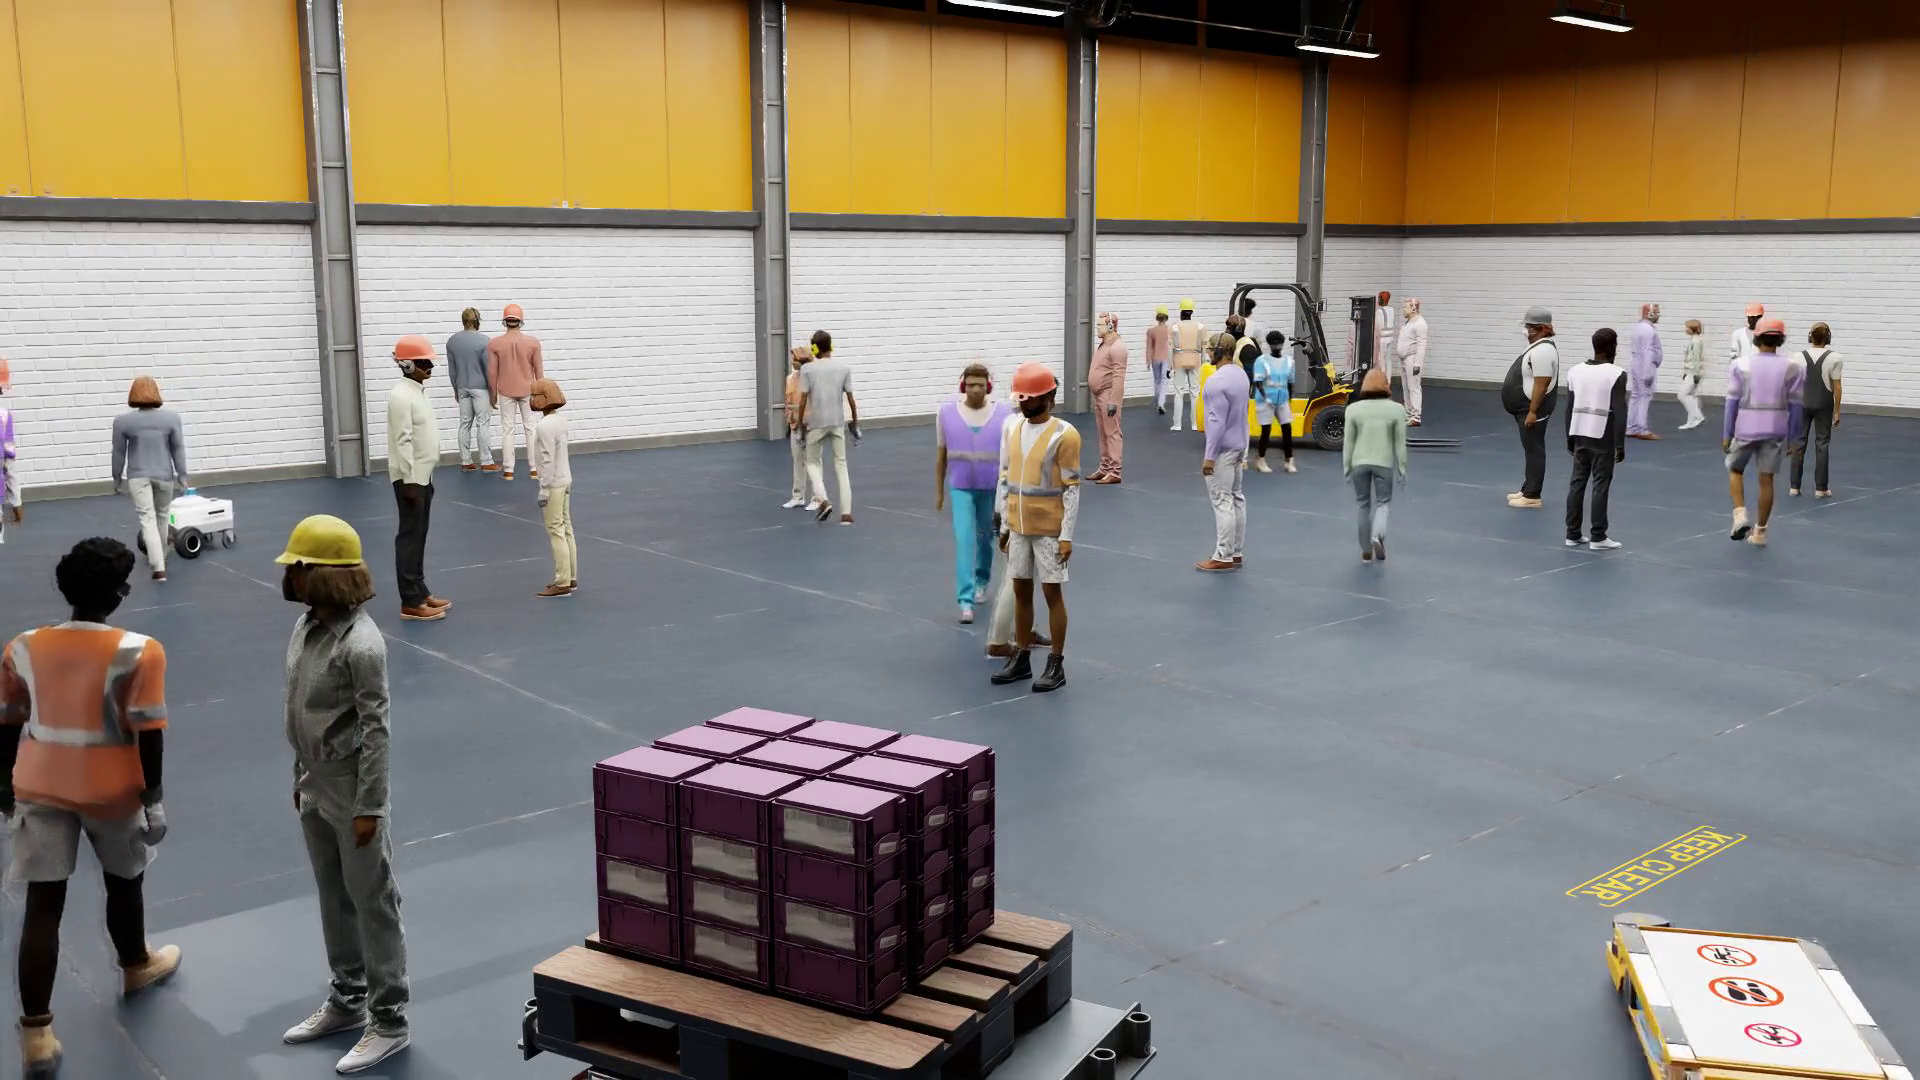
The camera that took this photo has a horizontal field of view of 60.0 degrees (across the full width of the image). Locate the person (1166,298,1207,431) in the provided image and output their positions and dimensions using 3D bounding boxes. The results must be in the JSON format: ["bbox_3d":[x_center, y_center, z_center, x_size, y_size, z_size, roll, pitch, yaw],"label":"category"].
[{"bbox_3d":[3.274,-2.530,24.072,0.594,1.929,0.352,-1,10,-3],"label":"person"}]

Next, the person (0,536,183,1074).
[{"bbox_3d":[-2.837,0.814,5.350,0.617,1.639,0.894,-1,10,-3],"label":"person"}]

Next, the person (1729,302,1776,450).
[{"bbox_3d":[10.385,-2.154,21.854,0.547,1.938,0.359,6,12,33],"label":"person"}]

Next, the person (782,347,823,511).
[{"bbox_3d":[-1.549,-1.109,16.617,0.515,1.636,0.315,9,13,41],"label":"person"}]

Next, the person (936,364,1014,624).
[{"bbox_3d":[0.115,-0.365,11.831,0.571,1.791,0.992,0,10,-2],"label":"person"}]

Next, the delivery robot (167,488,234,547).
[{"bbox_3d":[-6.565,-0.202,14.189,0.477,0.478,0.707,4,10,21],"label":"delivery robot"}]

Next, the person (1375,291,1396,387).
[{"bbox_3d":[7.897,-3.700,31.062,0.355,1.884,0.576,9,13,42],"label":"person"}]

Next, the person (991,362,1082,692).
[{"bbox_3d":[0.435,-0.076,9.719,0.543,1.928,0.373,8,13,40],"label":"person"}]

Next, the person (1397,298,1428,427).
[{"bbox_3d":[6.714,-2.648,24.834,0.403,1.906,0.651,-1,10,-4],"label":"person"}]

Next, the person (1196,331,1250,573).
[{"bbox_3d":[2.115,-0.704,13.359,0.371,1.939,0.629,6,11,30],"label":"person"}]

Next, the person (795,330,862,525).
[{"bbox_3d":[-1.246,-1.058,15.732,0.648,1.835,0.514,-3,10,-18],"label":"person"}]

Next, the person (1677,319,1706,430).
[{"bbox_3d":[10.671,-2.411,24.260,0.368,1.622,0.518,4,11,24],"label":"person"}]

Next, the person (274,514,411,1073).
[{"bbox_3d":[-1.956,0.783,5.220,0.487,1.746,0.287,8,13,41],"label":"person"}]

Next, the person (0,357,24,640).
[{"bbox_3d":[-6.416,-0.263,10.915,0.564,1.889,0.620,4,10,21],"label":"person"}]

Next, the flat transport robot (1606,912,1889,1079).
[{"bbox_3d":[2.463,1.528,5.168,0.652,0.197,1.431,2,10,13],"label":"flat transport robot"}]

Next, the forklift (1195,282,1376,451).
[{"bbox_3d":[4.328,-2.346,22.227,2.313,2.155,1.214,3,10,16],"label":"forklift"}]

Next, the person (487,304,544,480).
[{"bbox_3d":[-5.023,-1.671,18.859,0.611,1.995,0.375,-3,10,-16],"label":"person"}]

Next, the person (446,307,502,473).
[{"bbox_3d":[-5.691,-1.750,19.486,0.632,1.940,0.372,3,10,19],"label":"person"}]

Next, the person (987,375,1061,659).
[{"bbox_3d":[0.458,-0.155,10.472,0.683,1.829,0.550,-4,10,-20],"label":"person"}]

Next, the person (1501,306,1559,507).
[{"bbox_3d":[5.771,-1.356,16.880,0.538,2.000,0.683,3,10,17],"label":"person"}]

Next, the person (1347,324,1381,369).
[{"bbox_3d":[6.562,-2.959,27.075,0.533,1.765,0.329,4,11,23],"label":"person"}]

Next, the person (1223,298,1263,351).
[{"bbox_3d":[4.183,-2.622,24.648,0.612,1.915,0.649,0,10,3],"label":"person"}]

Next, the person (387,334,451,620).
[{"bbox_3d":[-3.809,-0.446,11.683,0.390,1.995,0.613,-1,10,-5],"label":"person"}]

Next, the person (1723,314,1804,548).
[{"bbox_3d":[6.970,-0.941,14.485,0.612,2.032,0.430,3,10,17],"label":"person"}]

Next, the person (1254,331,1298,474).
[{"bbox_3d":[3.669,-1.594,19.349,0.549,1.667,0.486,-3,10,-15],"label":"person"}]

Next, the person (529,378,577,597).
[{"bbox_3d":[-3.041,-0.390,12.414,0.266,1.631,0.507,0,10,2],"label":"person"}]

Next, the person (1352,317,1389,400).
[{"bbox_3d":[6.410,-2.827,26.022,0.547,1.871,0.663,0,10,1],"label":"person"}]

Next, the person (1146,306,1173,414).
[{"bbox_3d":[3.251,-2.902,26.821,0.527,1.731,0.861,4,10,21],"label":"person"}]

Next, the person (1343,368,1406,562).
[{"bbox_3d":[3.390,-0.597,13.652,0.511,1.612,0.458,3,10,16],"label":"person"}]

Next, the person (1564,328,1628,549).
[{"bbox_3d":[5.508,-0.879,14.445,0.386,1.918,0.590,-6,11,-30],"label":"person"}]

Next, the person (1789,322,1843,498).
[{"bbox_3d":[8.975,-1.360,17.475,0.505,1.847,0.346,7,12,37],"label":"person"}]

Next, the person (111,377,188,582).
[{"bbox_3d":[-6.394,-0.489,13.117,0.515,1.582,0.847,-7,12,-34],"label":"person"}]

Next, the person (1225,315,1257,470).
[{"bbox_3d":[3.254,-1.748,19.756,0.430,1.845,0.619,-3,10,-17],"label":"person"}]

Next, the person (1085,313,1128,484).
[{"bbox_3d":[1.633,-1.580,18.585,0.410,1.909,0.643,-2,10,-13],"label":"person"}]

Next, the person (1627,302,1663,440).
[{"bbox_3d":[9.505,-2.338,23.029,0.404,1.905,0.651,1,10,8],"label":"person"}]
